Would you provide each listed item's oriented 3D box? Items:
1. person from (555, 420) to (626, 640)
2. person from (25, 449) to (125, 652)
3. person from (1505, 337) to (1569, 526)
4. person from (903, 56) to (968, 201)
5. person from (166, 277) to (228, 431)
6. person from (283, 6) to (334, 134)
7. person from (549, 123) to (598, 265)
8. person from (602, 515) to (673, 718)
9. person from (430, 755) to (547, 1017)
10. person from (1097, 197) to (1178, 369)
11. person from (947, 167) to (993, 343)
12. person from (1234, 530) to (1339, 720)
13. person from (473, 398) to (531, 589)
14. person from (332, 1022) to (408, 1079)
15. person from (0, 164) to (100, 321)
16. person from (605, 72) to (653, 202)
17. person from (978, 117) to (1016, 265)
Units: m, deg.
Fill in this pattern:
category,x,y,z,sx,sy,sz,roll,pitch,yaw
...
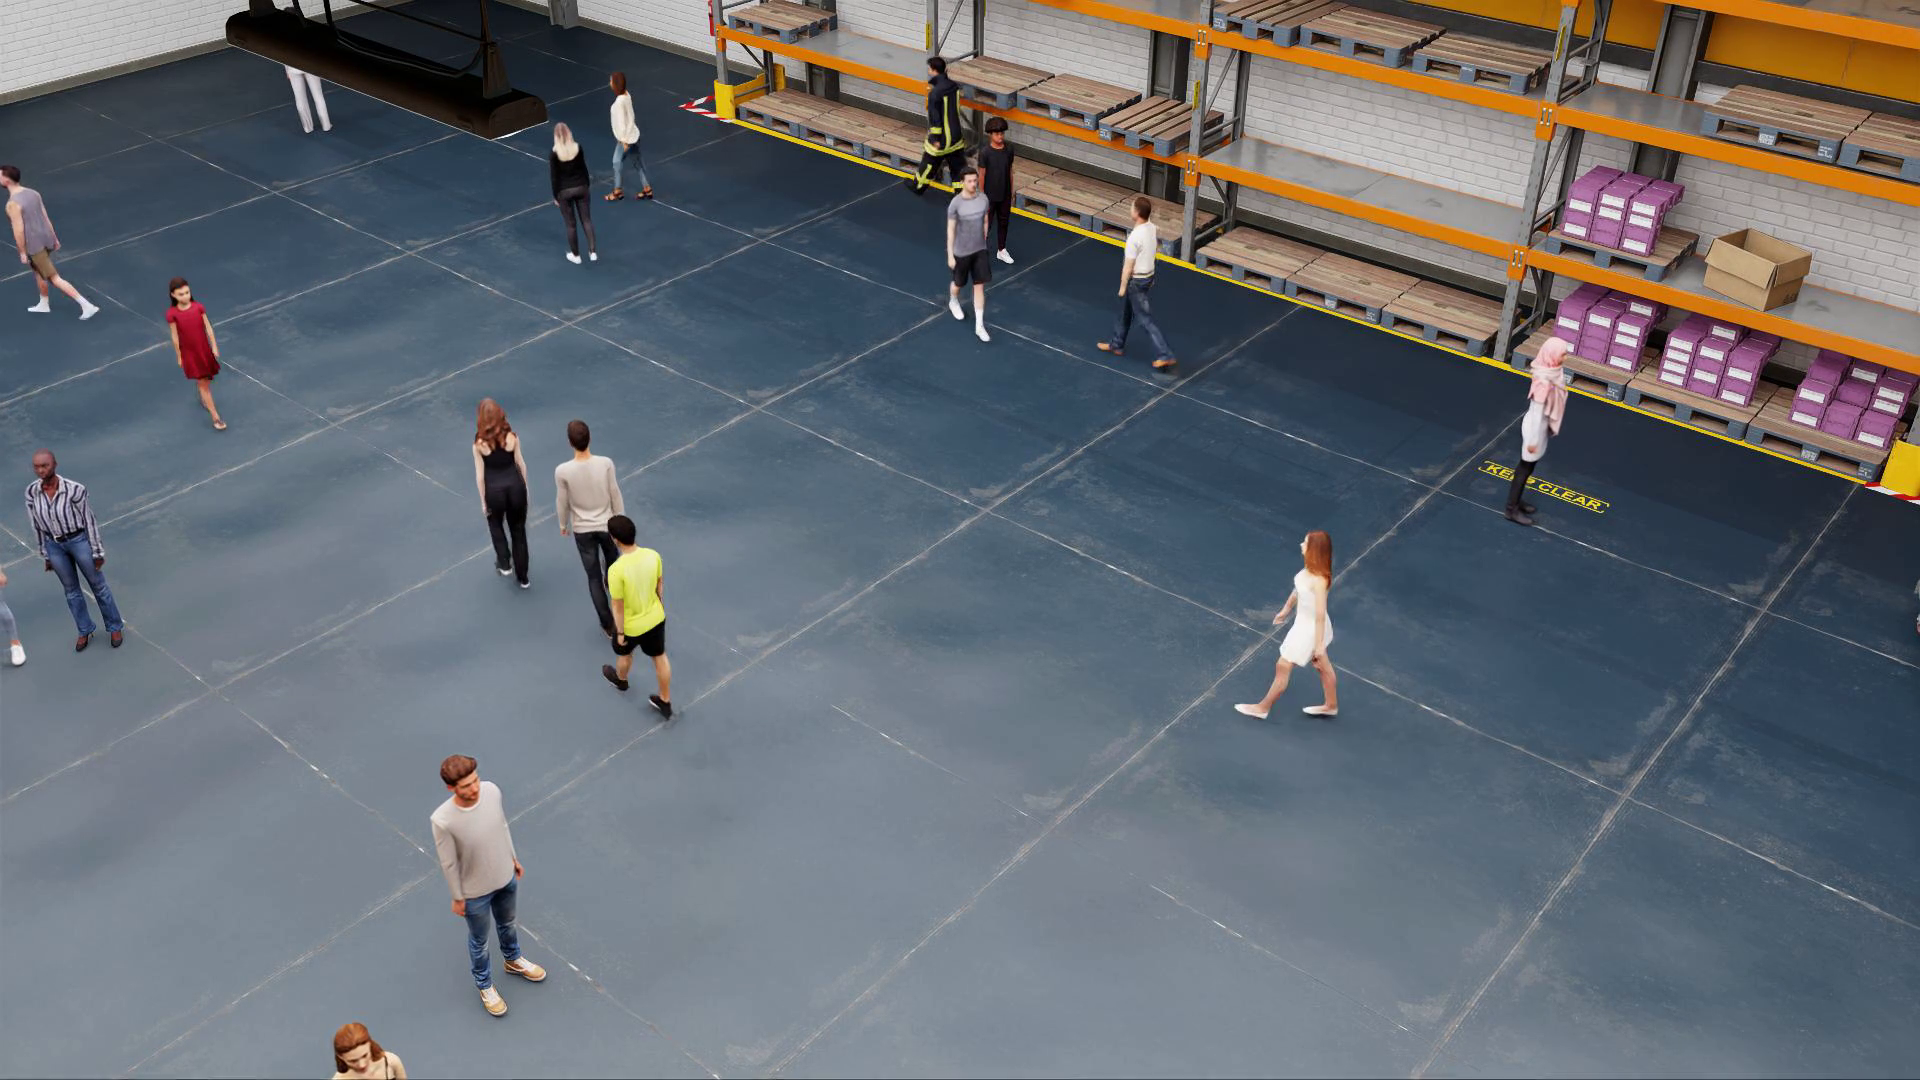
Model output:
category,x,y,z,sx,sy,sz,roll,pitch,yaw
person,-2.914,-0.033,13.301,1.059,1.808,1.282,-11,35,-16
person,-7.025,0.072,13.155,0.693,1.795,0.738,-5,34,-7
person,5.103,-0.983,14.734,0.688,1.804,0.702,11,35,16
person,-0.114,-5.053,20.804,1.197,1.864,0.866,23,40,30
person,-7.530,-1.884,16.338,0.602,1.529,1.001,-28,43,-35
person,-9.157,-6.560,23.185,0.711,1.736,0.729,-9,35,-13
person,-4.530,-4.052,19.457,0.683,1.686,0.660,-18,38,-25
person,-2.348,0.612,12.450,0.750,1.676,1.011,-27,42,-34
person,-2.897,2.042,10.092,0.597,1.905,0.678,21,39,28
person,1.932,-2.620,17.185,1.244,1.818,0.787,19,38,26
person,0.050,-3.162,17.980,1.055,1.839,1.287,-12,35,-17
person,2.697,0.666,12.368,1.095,1.676,0.911,5,34,8
person,-3.763,-0.346,13.842,0.726,1.731,0.806,-13,36,-19
person,-3.038,3.112,8.736,0.598,1.624,0.618,-23,40,-31
person,-10.039,-3.225,18.261,1.270,1.811,1.038,4,34,6
person,-4.121,-5.082,21.031,0.972,1.661,0.887,2,34,3
person,0.422,-4.075,19.406,0.702,1.782,0.681,-16,37,-23
